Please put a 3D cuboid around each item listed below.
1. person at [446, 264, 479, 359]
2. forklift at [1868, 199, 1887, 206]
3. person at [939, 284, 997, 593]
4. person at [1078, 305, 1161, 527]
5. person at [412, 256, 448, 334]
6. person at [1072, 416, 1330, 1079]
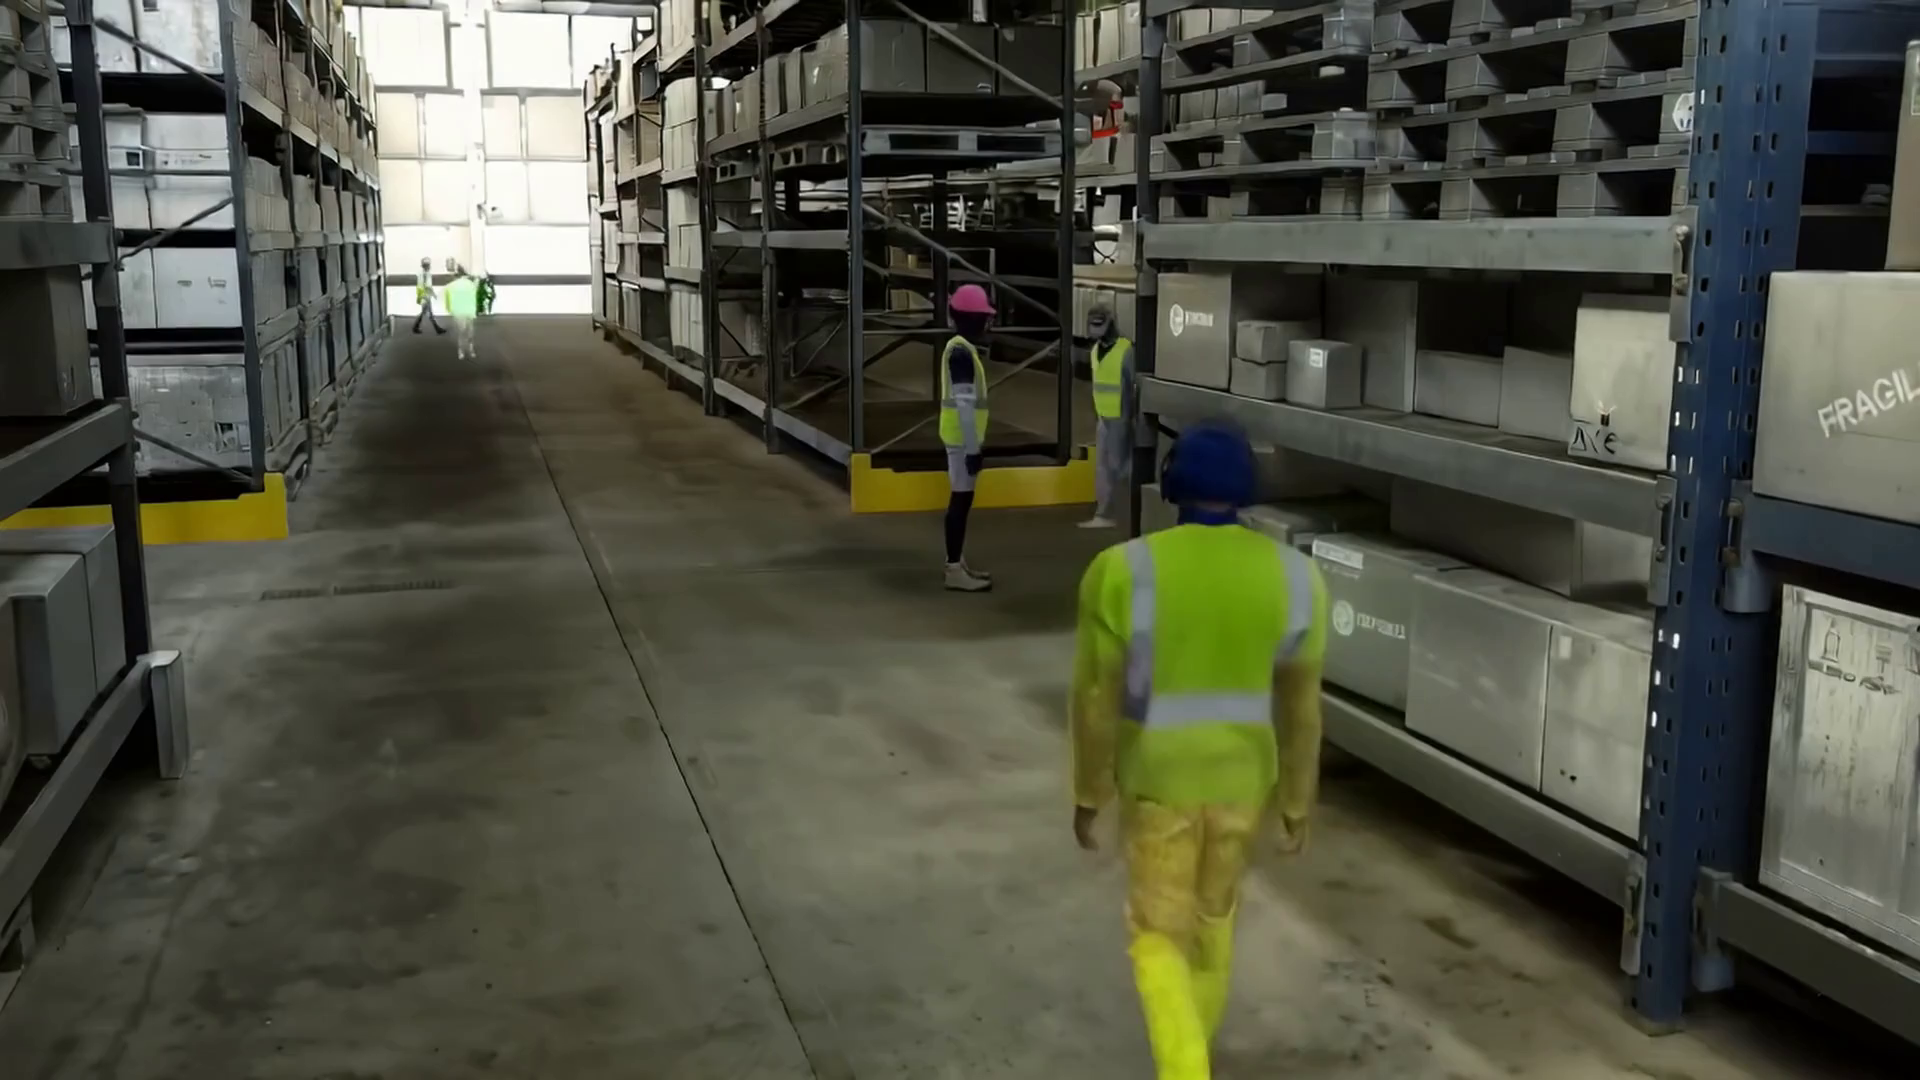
[{"bbox_3d":[-9.617,-4.406,32.136,0.617,1.819,0.416,-4,11,-23],"label":"person"},{"bbox_3d":[11.338,-2.915,21.052,1.129,2.768,1.873,-3,11,-17],"label":"forklift"},{"bbox_3d":[0.052,-0.678,11.084,0.384,2.040,0.614,0,10,-1],"label":"person"},{"bbox_3d":[1.348,-1.011,13.575,0.802,1.805,0.607,-5,11,-26],"label":"person"},{"bbox_3d":[-12.892,-5.907,40.217,1.039,1.875,0.562,2,11,13],"label":"person"},{"bbox_3d":[0.610,0.644,4.206,0.637,1.913,0.847,-1,10,-6],"label":"person"}]
